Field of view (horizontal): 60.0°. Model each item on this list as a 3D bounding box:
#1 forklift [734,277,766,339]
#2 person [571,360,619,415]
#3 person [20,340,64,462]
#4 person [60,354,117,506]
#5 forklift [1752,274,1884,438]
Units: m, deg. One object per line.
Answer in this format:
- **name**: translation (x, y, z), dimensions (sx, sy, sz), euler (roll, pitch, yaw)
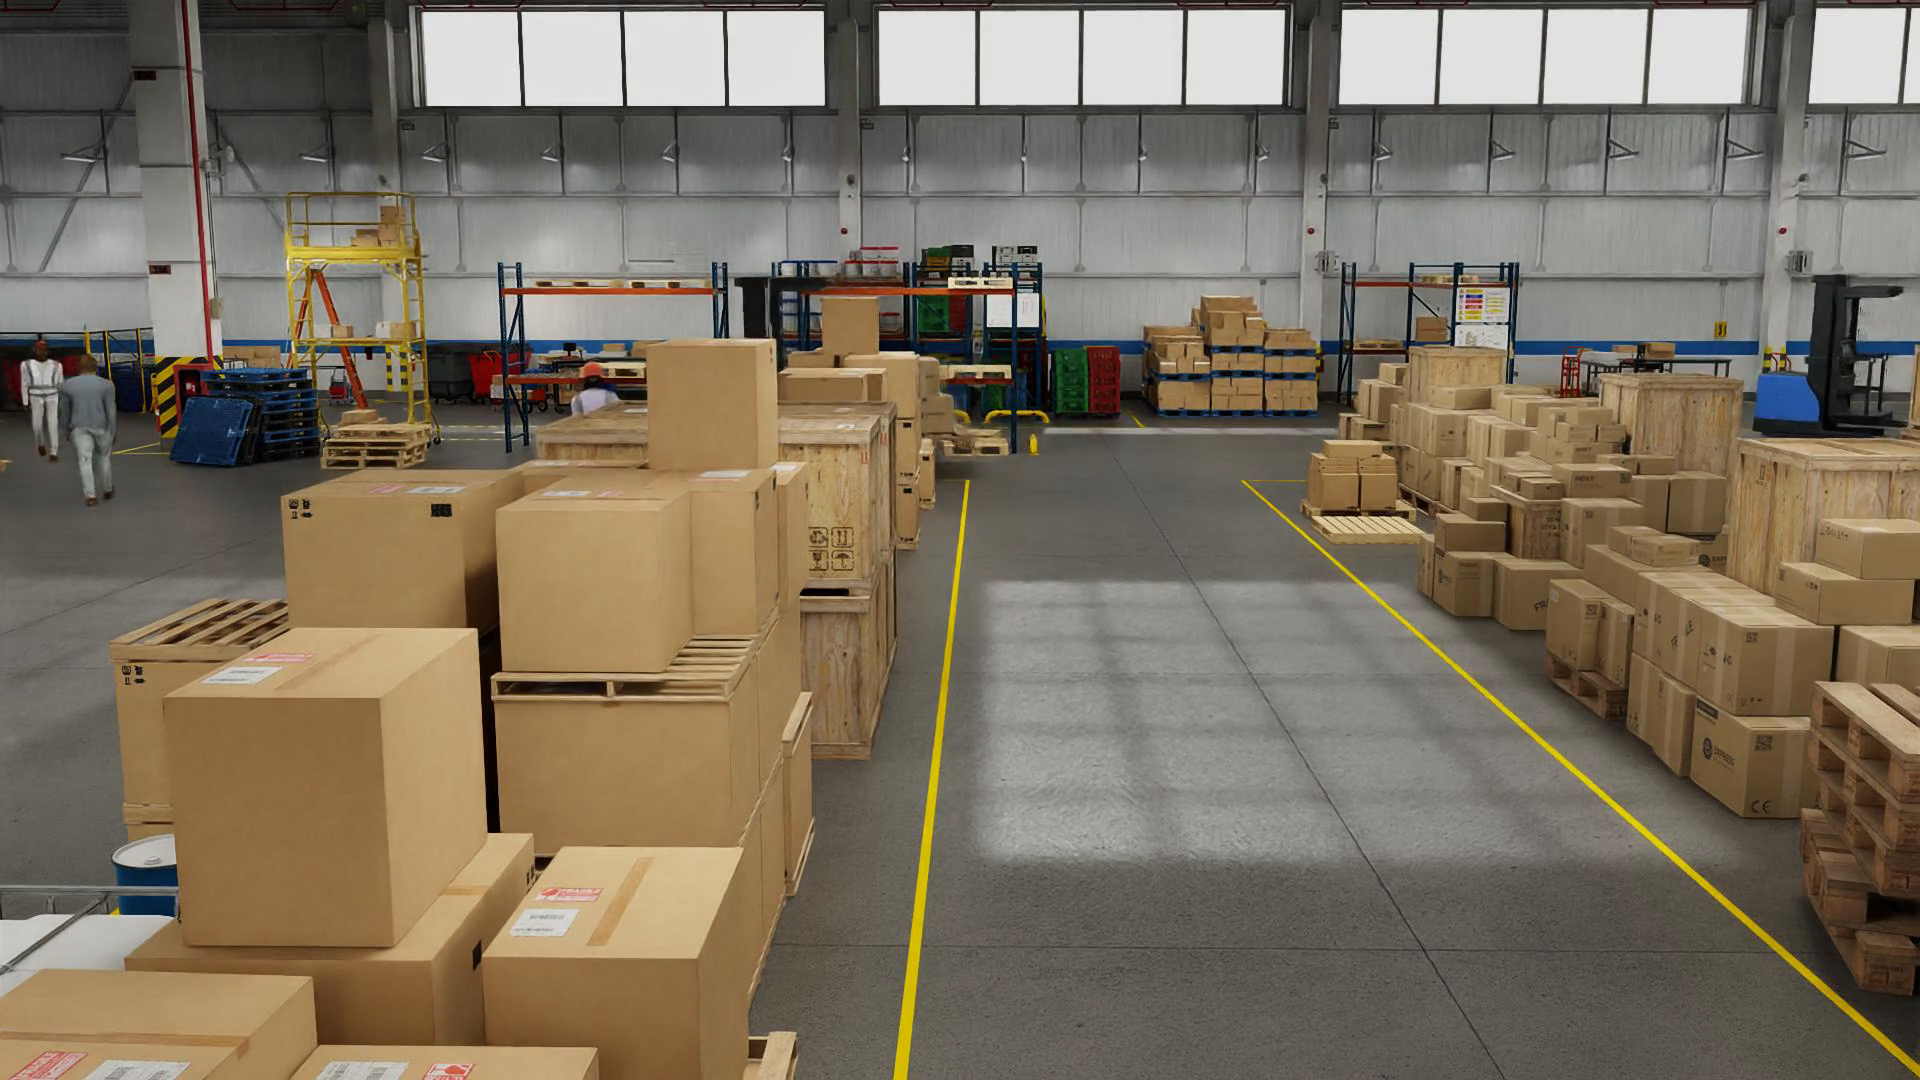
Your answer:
- **forklift**: translation (-2.966, -2.392, 23.964), dimensions (1.873, 2.768, 1.129), euler (-1, 10, -6)
- **person**: translation (-4.155, -1.094, 19.045), dimensions (0.570, 1.924, 0.471), euler (-1, 9, -3)
- **person**: translation (-13.992, -2.127, 25.409), dimensions (0.599, 1.865, 0.548), euler (-6, 11, -30)
- **person**: translation (-10.965, -1.393, 20.992), dimensions (0.647, 1.879, 1.043), euler (-4, 10, -20)
- **forklift**: translation (14.933, -3.194, 28.765), dimensions (1.873, 2.768, 1.129), euler (8, 12, 39)
